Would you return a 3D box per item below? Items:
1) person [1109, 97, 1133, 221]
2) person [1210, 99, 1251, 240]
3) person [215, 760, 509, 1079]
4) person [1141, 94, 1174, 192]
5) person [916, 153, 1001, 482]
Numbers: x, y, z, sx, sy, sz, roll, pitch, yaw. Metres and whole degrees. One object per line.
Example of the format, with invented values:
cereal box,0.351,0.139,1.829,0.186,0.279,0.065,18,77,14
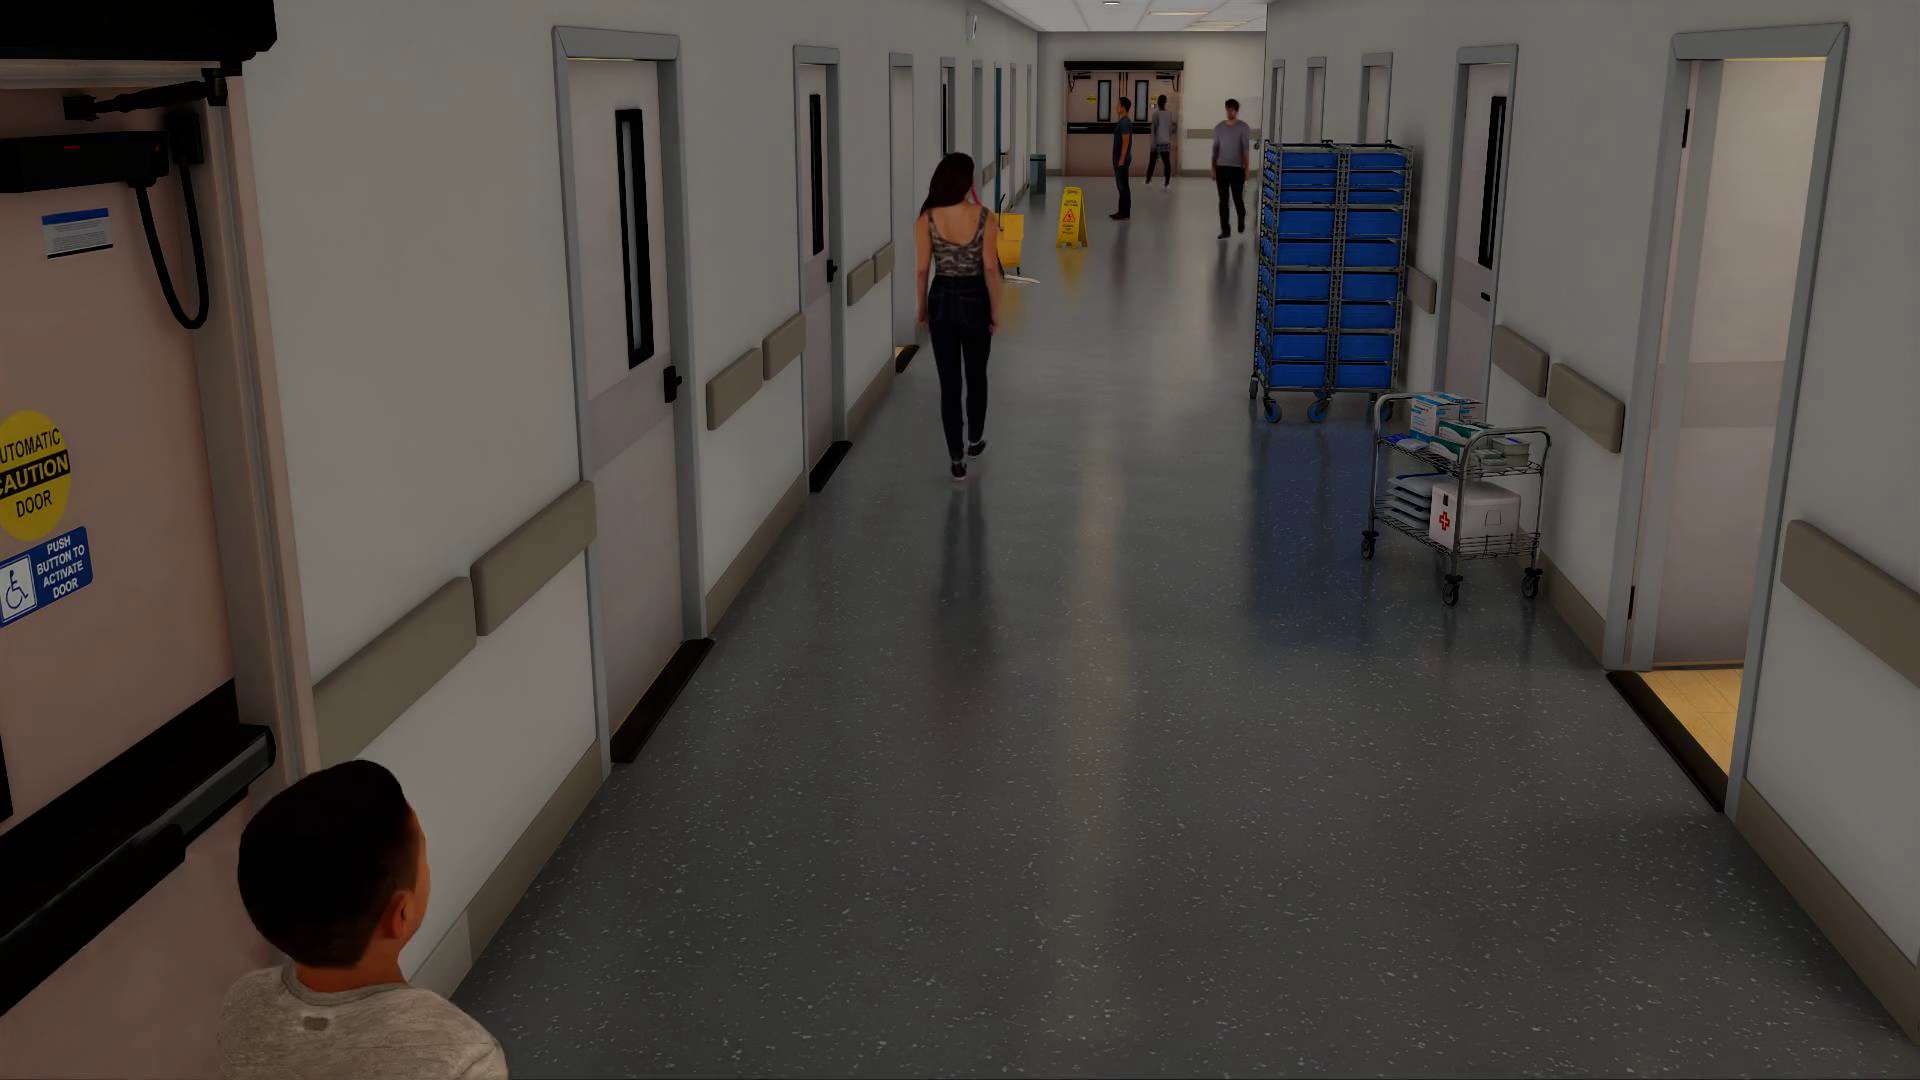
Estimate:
person,2.461,-5.765,25.147,0.735,1.810,0.497,0,16,-1
person,3.655,-4.962,22.266,0.839,1.826,0.890,8,18,26
person,-0.716,0.977,1.901,0.611,1.448,0.910,4,16,14
person,3.772,-7.300,30.733,0.939,1.733,1.204,-5,17,-19
person,-0.011,-1.189,9.032,0.628,1.746,0.932,1,16,3
